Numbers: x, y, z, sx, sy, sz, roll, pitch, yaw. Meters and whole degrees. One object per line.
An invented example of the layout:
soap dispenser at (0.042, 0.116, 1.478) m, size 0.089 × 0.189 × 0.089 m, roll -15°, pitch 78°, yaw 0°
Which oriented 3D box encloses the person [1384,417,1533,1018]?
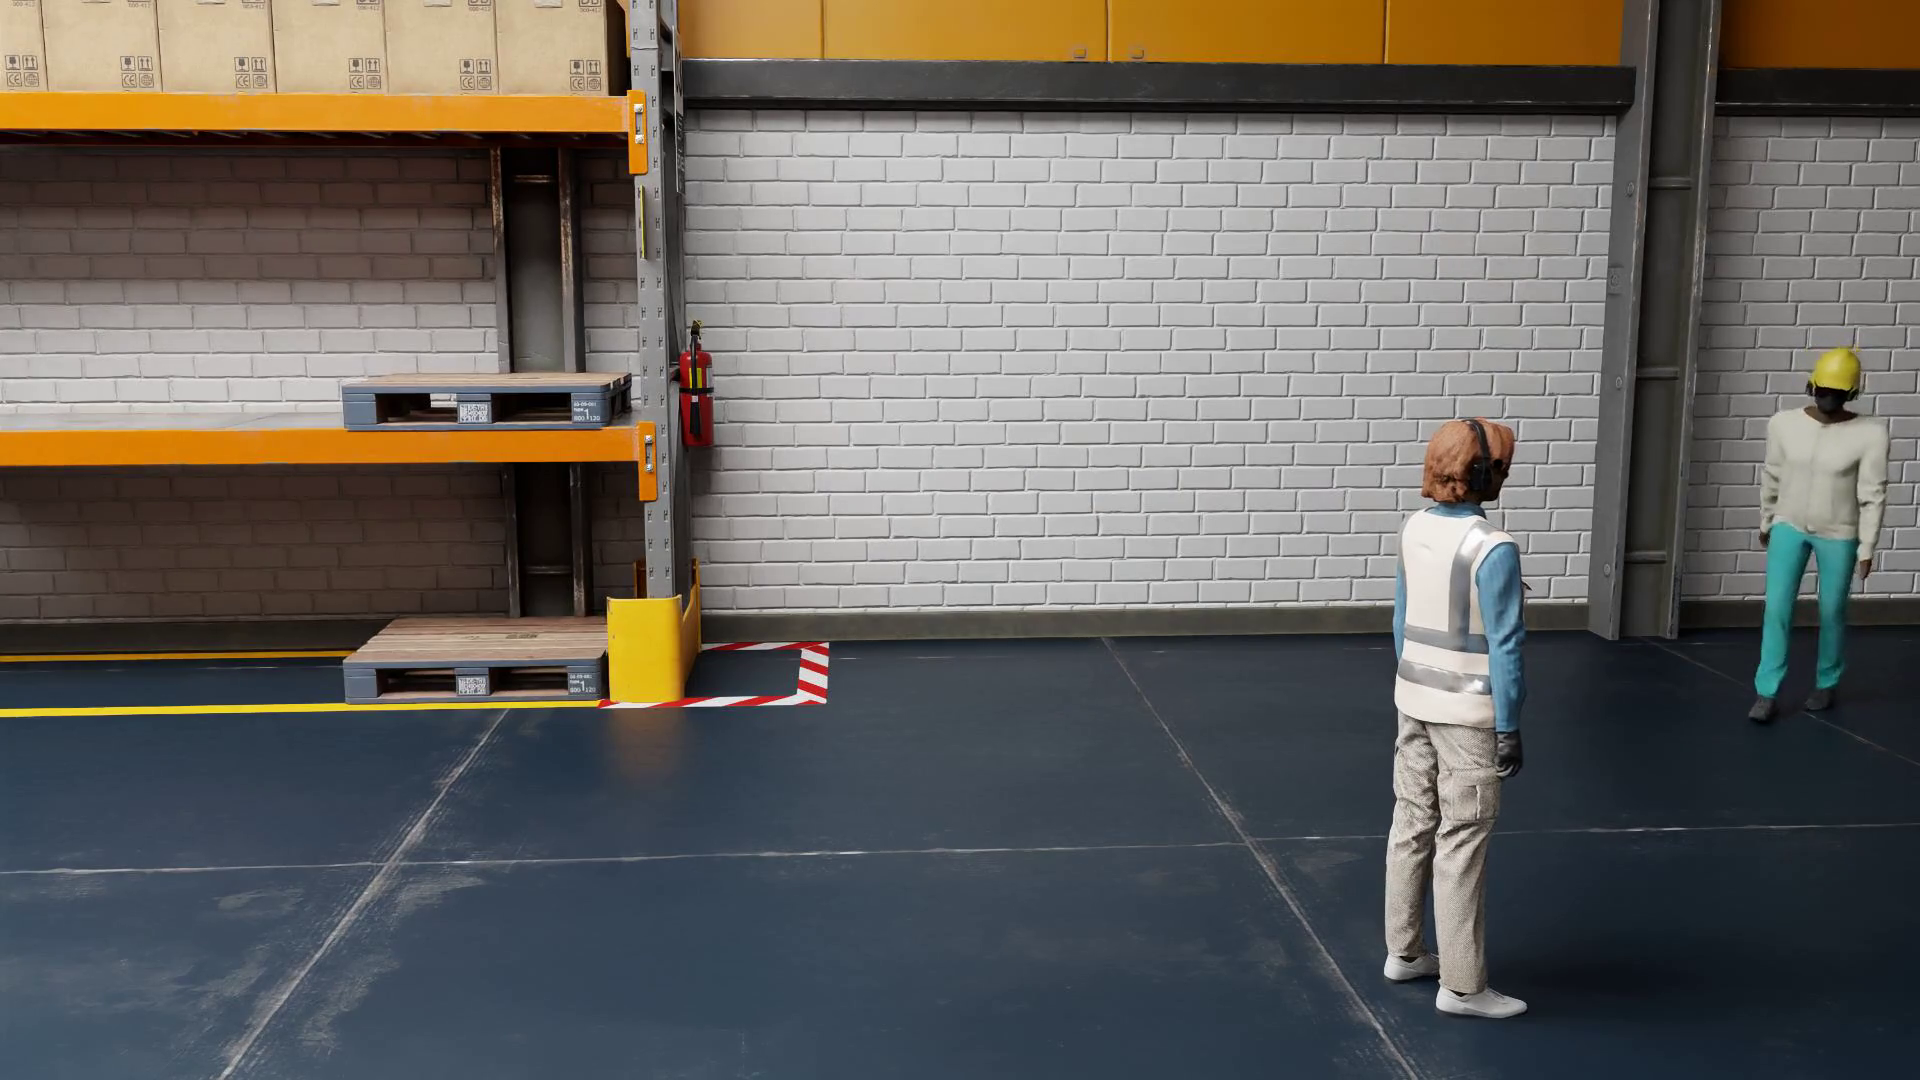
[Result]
person at (1.359, 0.484, 4.572) m, size 0.308 × 1.641 × 0.514 m, roll -3°, pitch 10°, yaw -19°

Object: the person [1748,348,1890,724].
person at (3.852, -0.015, 7.494) m, size 0.551 × 1.695 × 0.840 m, roll 7°, pitch 12°, yaw 39°
